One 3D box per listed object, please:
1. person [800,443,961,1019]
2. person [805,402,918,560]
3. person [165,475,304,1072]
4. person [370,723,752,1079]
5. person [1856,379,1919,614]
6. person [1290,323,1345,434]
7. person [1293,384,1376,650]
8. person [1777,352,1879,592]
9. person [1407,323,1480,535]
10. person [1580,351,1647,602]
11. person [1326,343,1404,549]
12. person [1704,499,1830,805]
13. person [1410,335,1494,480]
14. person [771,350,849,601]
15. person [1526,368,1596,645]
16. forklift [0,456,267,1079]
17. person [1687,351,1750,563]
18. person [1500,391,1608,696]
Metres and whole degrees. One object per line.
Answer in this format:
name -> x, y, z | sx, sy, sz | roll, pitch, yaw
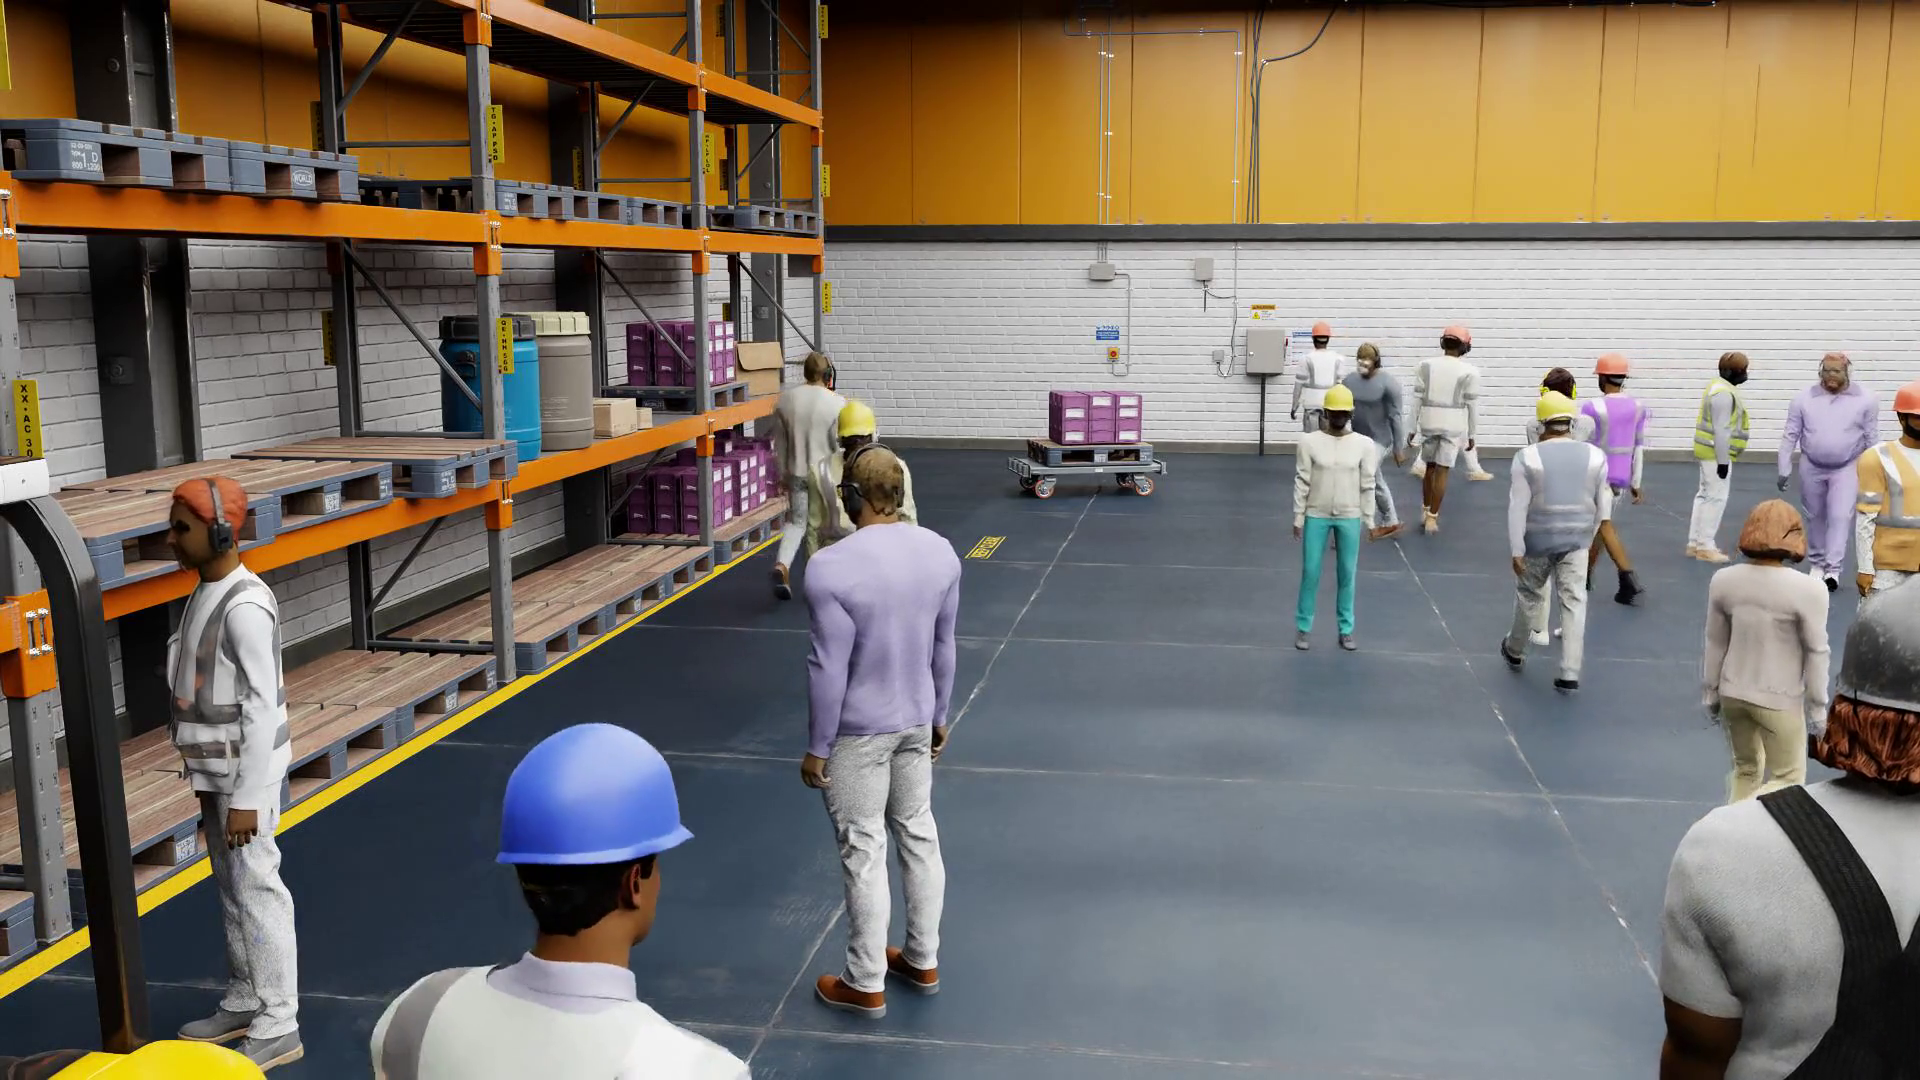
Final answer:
person -> -0.275, 0.638, 5.629 | 0.637, 1.937, 0.357 | -9, 13, -43
person -> -0.534, 0.129, 9.228 | 0.603, 1.778, 0.909 | -2, 9, -11
person -> -2.289, 0.734, 5.211 | 0.355, 1.882, 0.576 | -7, 12, -37
person -> -0.426, 1.189, 2.329 | 0.658, 1.898, 0.921 | 5, 11, 30
person -> 5.038, 0.112, 8.871 | 0.544, 1.939, 0.354 | -2, 9, -11
person -> 4.183, -1.595, 19.559 | 0.580, 1.887, 0.793 | -1, 9, -6
person -> 2.471, -0.147, 11.004 | 0.531, 1.768, 0.317 | 1, 9, 6
person -> 6.790, -0.531, 13.060 | 0.680, 1.858, 0.959 | 6, 11, 33
person -> 4.642, -1.062, 15.890 | 0.638, 2.006, 0.755 | 6, 11, 32
person -> 4.981, -0.492, 12.731 | 0.553, 1.901, 0.949 | -3, 10, -18
person -> 3.741, -0.870, 15.166 | 1.010, 1.874, 0.766 | -5, 11, -30
person -> 3.138, 0.643, 6.582 | 0.550, 1.614, 0.511 | -5, 10, -28
person -> 5.900, -1.608, 19.933 | 0.947, 1.801, 0.628 | 0, 9, 2
person -> -1.133, -0.462, 12.476 | 0.640, 1.915, 0.775 | 3, 10, 21
person -> 3.982, -0.222, 11.164 | 0.520, 1.865, 0.328 | -2, 9, -12
forklift -> -2.328, 0.975, 2.765 | 2.313, 2.155, 1.214 | 1, 9, 9
person -> 6.572, -0.722, 14.374 | 0.435, 1.826, 0.657 | 4, 10, 23
person -> 3.584, -0.006, 10.075 | 0.605, 1.778, 0.941 | 1, 9, 4
